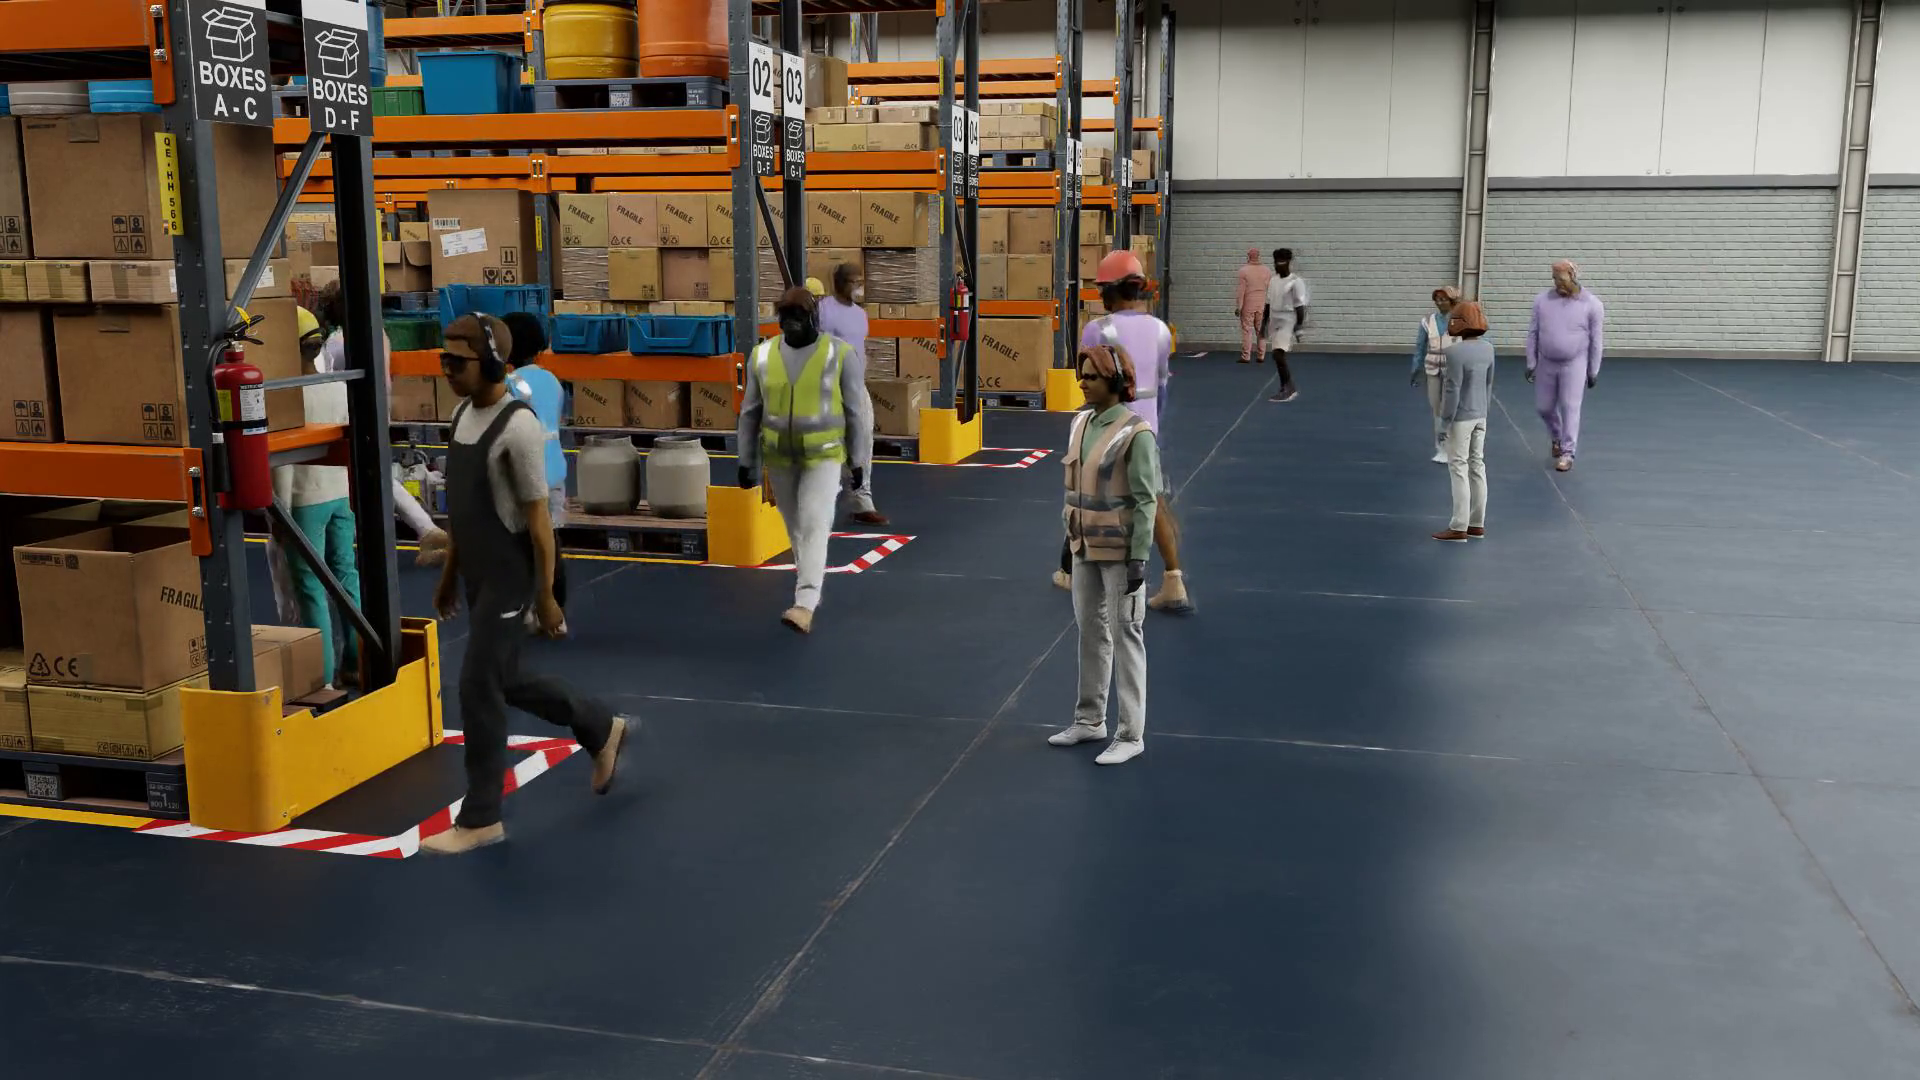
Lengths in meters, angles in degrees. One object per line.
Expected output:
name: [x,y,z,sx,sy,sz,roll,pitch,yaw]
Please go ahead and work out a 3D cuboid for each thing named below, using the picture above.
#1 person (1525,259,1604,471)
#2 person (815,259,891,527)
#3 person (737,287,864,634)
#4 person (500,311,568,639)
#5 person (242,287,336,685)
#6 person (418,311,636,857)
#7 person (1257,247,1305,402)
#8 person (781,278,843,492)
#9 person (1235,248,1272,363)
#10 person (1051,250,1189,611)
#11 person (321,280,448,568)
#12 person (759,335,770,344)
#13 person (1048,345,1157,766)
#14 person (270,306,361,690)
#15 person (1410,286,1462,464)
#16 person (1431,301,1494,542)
person: [5.438,-1.581,14.952,0.663,1.877,0.699,7,13,35]
person: [-0.912,-1.049,11.914,0.812,1.912,0.625,7,12,34]
person: [-0.864,-0.428,8.804,0.657,1.787,0.971,3,11,14]
person: [-2.238,-0.316,8.469,0.487,1.677,0.559,4,11,19]
person: [-3.160,-0.252,7.606,0.645,1.865,0.605,3,11,14]
person: [-1.494,0.127,5.697,0.791,1.818,0.504,-8,13,-38]
person: [4.034,-2.691,20.902,0.440,1.943,0.612,-4,11,-21]
person: [-1.189,-1.238,13.426,0.487,1.741,0.313,0,10,2]
person: [4.867,-3.897,27.709,0.651,1.904,0.403,-4,11,-21]
person: [0.925,-0.606,9.258,0.631,1.992,1.064,-6,12,-31]
person: [-3.653,-0.694,10.228,0.860,1.810,0.622,2,10,9]
person: [-2.289,-2.447,19.320,0.404,2.037,0.605,-1,10,-5]
person: [0.573,0.055,6.541,0.305,1.640,0.522,-6,12,-31]
person: [-2.900,-0.163,7.424,0.339,1.759,0.518,3,11,16]
person: [4.368,-1.496,15.179,0.552,1.614,0.655,8,13,39]
person: [3.431,-0.802,11.311,0.508,1.632,0.264,-9,13,-40]
